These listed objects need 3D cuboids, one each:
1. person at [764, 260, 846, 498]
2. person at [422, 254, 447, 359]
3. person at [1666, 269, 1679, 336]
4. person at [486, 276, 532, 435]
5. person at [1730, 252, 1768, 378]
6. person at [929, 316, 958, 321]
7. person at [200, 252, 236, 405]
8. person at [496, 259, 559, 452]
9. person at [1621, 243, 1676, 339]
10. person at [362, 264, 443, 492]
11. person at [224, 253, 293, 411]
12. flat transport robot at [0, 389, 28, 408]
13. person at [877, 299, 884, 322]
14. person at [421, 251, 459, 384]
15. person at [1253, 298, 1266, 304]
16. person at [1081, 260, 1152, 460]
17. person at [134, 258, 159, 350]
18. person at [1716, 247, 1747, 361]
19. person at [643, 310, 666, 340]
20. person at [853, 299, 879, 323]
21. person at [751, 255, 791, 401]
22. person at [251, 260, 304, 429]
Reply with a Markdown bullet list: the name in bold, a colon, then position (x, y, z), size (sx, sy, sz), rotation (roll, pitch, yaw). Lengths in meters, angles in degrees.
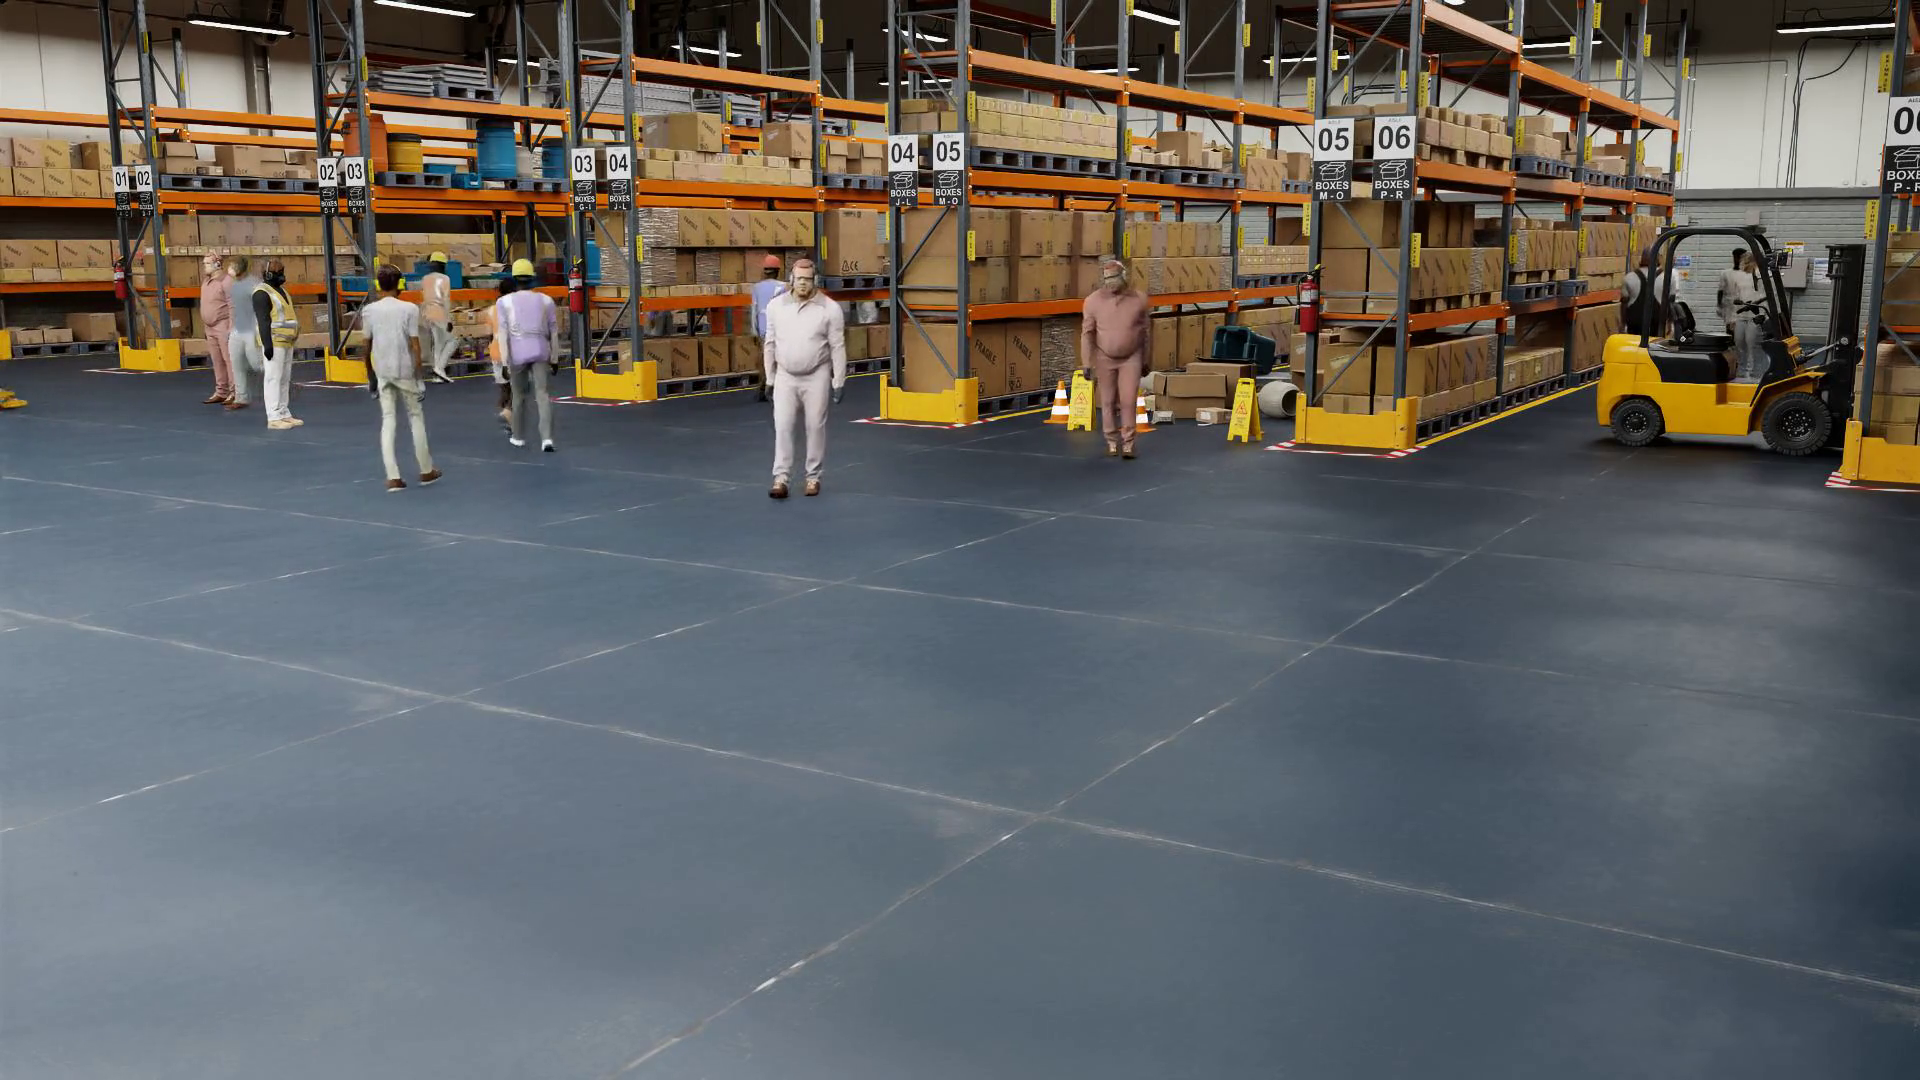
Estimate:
- **person**: position (-1.246, -1.252, 13.125), size (0.677, 1.881, 0.766), rotation (1, 10, 4)
- **person**: position (-8.564, -3.715, 27.054), size (0.538, 1.851, 0.538), rotation (5, 11, 25)
- **person**: position (13.047, -4.317, 30.410), size (0.691, 1.852, 0.587), rotation (9, 14, 42)
- **person**: position (-4.747, -1.916, 17.426), size (0.543, 1.687, 0.471), rotation (4, 11, 20)
- **person**: position (11.316, -3.147, 23.744), size (0.427, 1.897, 0.685), rotation (-2, 10, -9)
- **person**: position (-0.117, -2.932, 22.389), size (0.642, 1.939, 1.055), rotation (5, 11, 25)
- **person**: position (-9.322, -2.653, 20.922), size (0.643, 1.910, 0.400), rotation (7, 12, 35)
- **person**: position (-4.217, -1.807, 16.301), size (0.608, 1.876, 1.015), rotation (-5, 11, -26)
- **person**: position (9.278, -2.996, 22.468), size (0.693, 2.000, 0.711), rotation (6, 12, 28)
- **person**: position (-4.624, -1.344, 13.756), size (0.563, 1.844, 0.751), rotation (1, 10, 4)
- **person**: position (-8.594, -2.528, 20.219), size (0.631, 1.910, 0.775), rotation (6, 12, 31)
- **flat transport robot**: position (-12.138, -1.679, 20.048), size (0.652, 0.197, 1.431), rotation (8, 13, 39)
- **person**: position (-1.850, -5.686, 37.872), size (0.508, 1.921, 0.660), rotation (-10, 14, -44)
- **person**: position (-7.481, -3.196, 23.969), size (0.614, 1.897, 0.432), rotation (7, 12, 34)
- **person**: position (5.907, -4.668, 32.811), size (0.638, 1.681, 0.539), rotation (-3, 11, -18)
- **person**: position (1.468, -1.670, 15.563), size (0.667, 1.861, 0.892), rotation (1, 10, 6)
- **person**: position (-13.649, -3.963, 28.262), size (0.569, 1.901, 0.874), rotation (5, 11, 27)
- **person**: position (13.224, -4.005, 28.373), size (0.606, 1.944, 0.626), rotation (8, 13, 37)
- **person**: position (-4.574, -3.380, 24.738), size (0.557, 1.995, 0.641), rotation (-5, 11, -25)
- **person**: position (-1.876, -4.717, 32.691), size (0.656, 1.836, 0.517), rotation (8, 13, 38)
- **person**: position (-2.447, -2.737, 21.506), size (0.542, 1.886, 1.032), rotation (5, 11, 26)
- **person**: position (-7.477, -2.143, 18.249), size (0.429, 1.842, 0.635), rotation (0, 10, -1)
